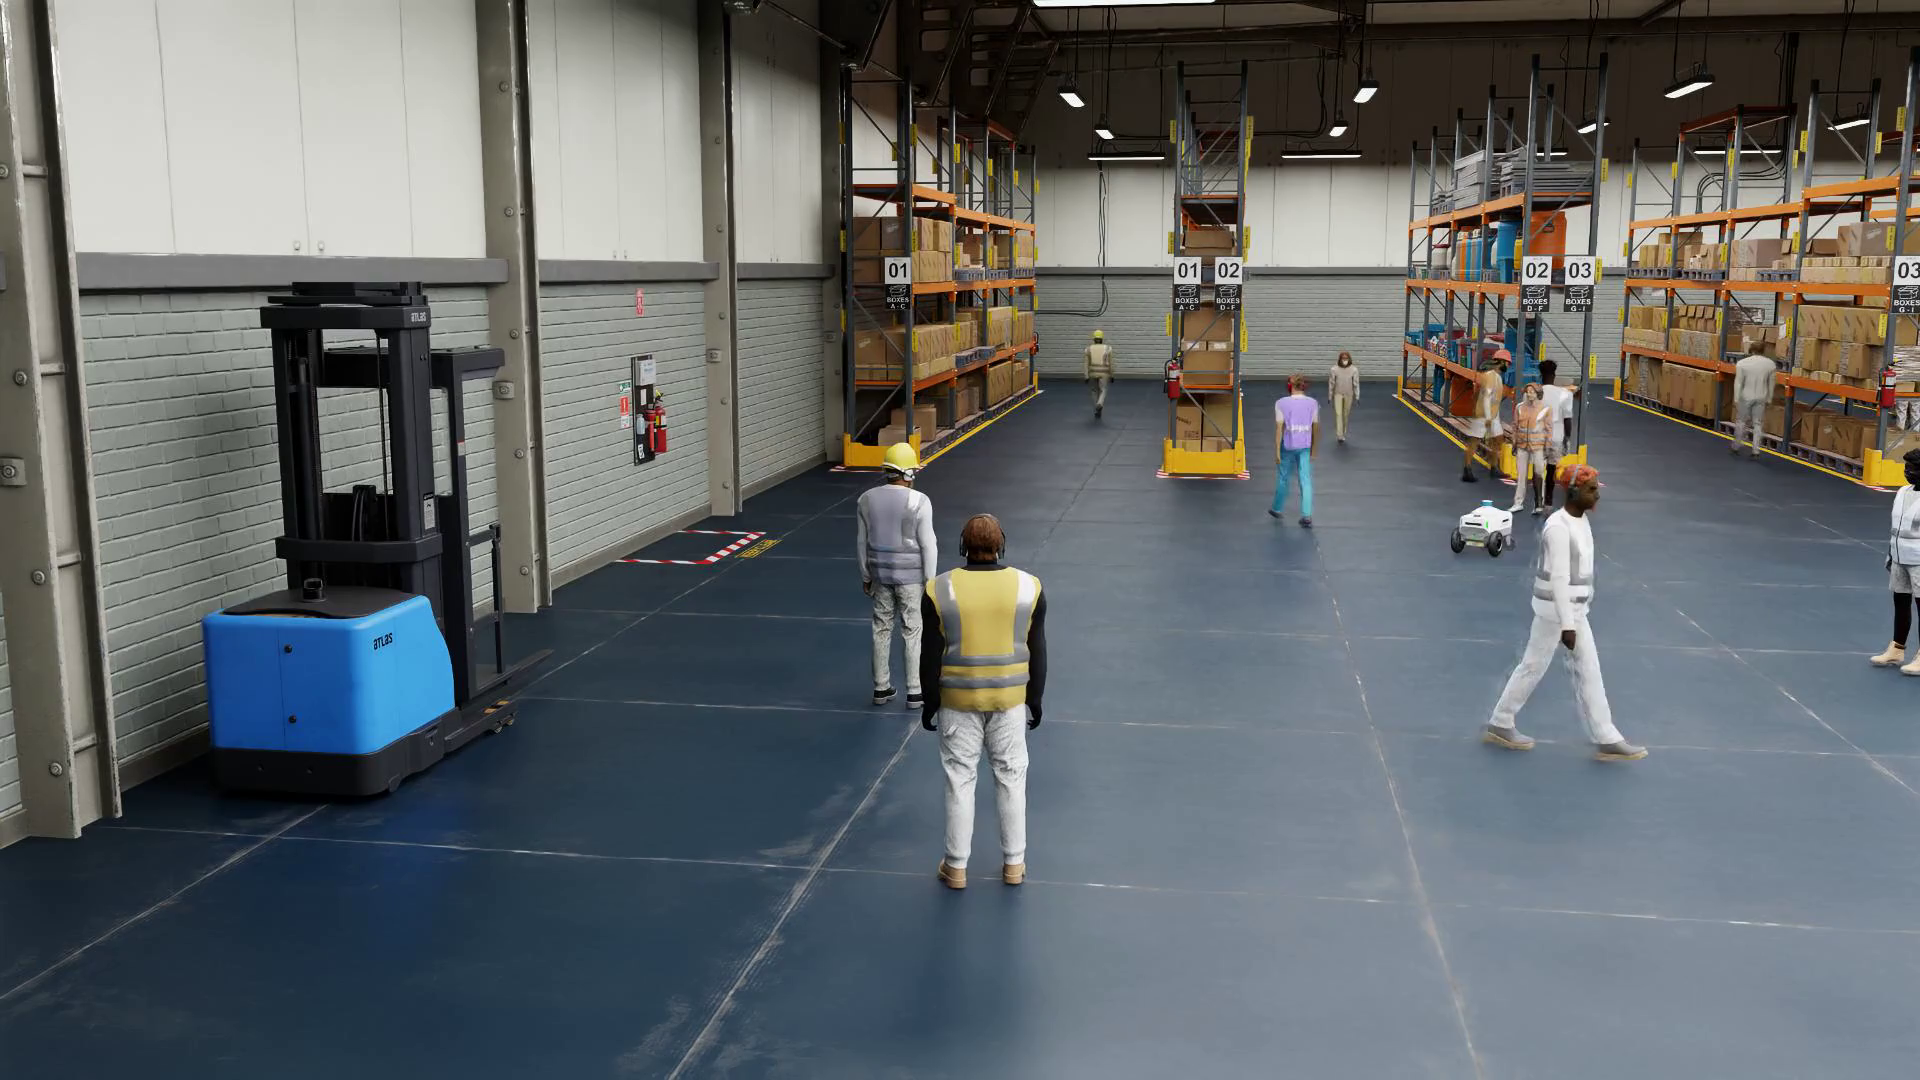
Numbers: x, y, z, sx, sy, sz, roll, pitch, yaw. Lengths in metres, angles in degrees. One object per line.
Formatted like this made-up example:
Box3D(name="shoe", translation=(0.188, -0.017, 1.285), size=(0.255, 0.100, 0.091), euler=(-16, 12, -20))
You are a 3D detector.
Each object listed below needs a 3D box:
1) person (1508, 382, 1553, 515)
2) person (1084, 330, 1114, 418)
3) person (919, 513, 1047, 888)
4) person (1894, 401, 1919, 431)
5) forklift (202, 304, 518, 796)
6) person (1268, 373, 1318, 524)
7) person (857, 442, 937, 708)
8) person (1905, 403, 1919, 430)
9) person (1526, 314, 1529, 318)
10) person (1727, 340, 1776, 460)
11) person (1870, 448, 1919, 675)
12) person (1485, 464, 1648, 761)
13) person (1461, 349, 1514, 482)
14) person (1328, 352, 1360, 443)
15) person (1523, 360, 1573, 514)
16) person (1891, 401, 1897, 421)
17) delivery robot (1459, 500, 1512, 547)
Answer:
Box3D(name="person", translation=(7.090, -1.140, 20.628), size=(0.515, 1.640, 0.315), euler=(9, 13, 44))
Box3D(name="person", translation=(2.825, -3.386, 33.946), size=(0.600, 1.811, 0.627), euler=(3, 10, 19))
Box3D(name="person", translation=(0.109, 0.782, 8.156), size=(0.634, 1.842, 0.429), euler=(-1, 9, -9))
Box3D(name="person", translation=(15.917, -2.440, 27.904), size=(0.574, 1.883, 0.355), euler=(1, 9, 5))
Box3D(name="forklift", translation=(-3.673, -0.038, 10.147), size=(1.129, 2.768, 1.873), euler=(1, 9, 9))
Box3D(name="person", translation=(4.017, -1.101, 19.930), size=(0.589, 1.792, 0.990), euler=(-2, 9, -13))
Box3D(name="person", translation=(-0.416, 0.238, 11.535), size=(0.602, 1.830, 0.404), euler=(5, 10, 27))
Box3D(name="person", translation=(17.728, -2.979, 30.932), size=(0.648, 1.984, 0.931), euler=(5, 10, 28))
Box3D(name="person", translation=(13.655, -4.503, 40.315), size=(0.617, 1.986, 0.406), euler=(-4, 10, -23))
Box3D(name="person", translation=(12.729, -2.267, 26.783), size=(0.646, 1.895, 0.952), euler=(1, 9, 7))
Box3D(name="person", translation=(7.160, 0.155, 12.482), size=(0.320, 1.692, 0.531), euler=(-2, 9, -9))
Box3D(name="person", translation=(3.741, 0.443, 10.278), size=(0.987, 1.833, 0.595), euler=(8, 12, 39))
Box3D(name="person", translation=(7.597, -1.777, 23.802), size=(0.732, 1.887, 0.644), euler=(7, 12, 37))
Box3D(name="person", translation=(6.750, -2.510, 29.219), size=(0.518, 1.580, 0.850), euler=(1, 9, 4))
Box3D(name="person", translation=(7.308, -1.291, 20.764), size=(0.605, 1.910, 1.026), euler=(3, 10, 16))
Box3D(name="person", translation=(18.962, -3.244, 33.180), size=(0.601, 1.789, 0.950), euler=(1, 9, 9))
Box3D(name="delivery robot", translation=(5.665, -0.183, 17.908), size=(0.477, 0.478, 0.707), euler=(7, 12, 38))
